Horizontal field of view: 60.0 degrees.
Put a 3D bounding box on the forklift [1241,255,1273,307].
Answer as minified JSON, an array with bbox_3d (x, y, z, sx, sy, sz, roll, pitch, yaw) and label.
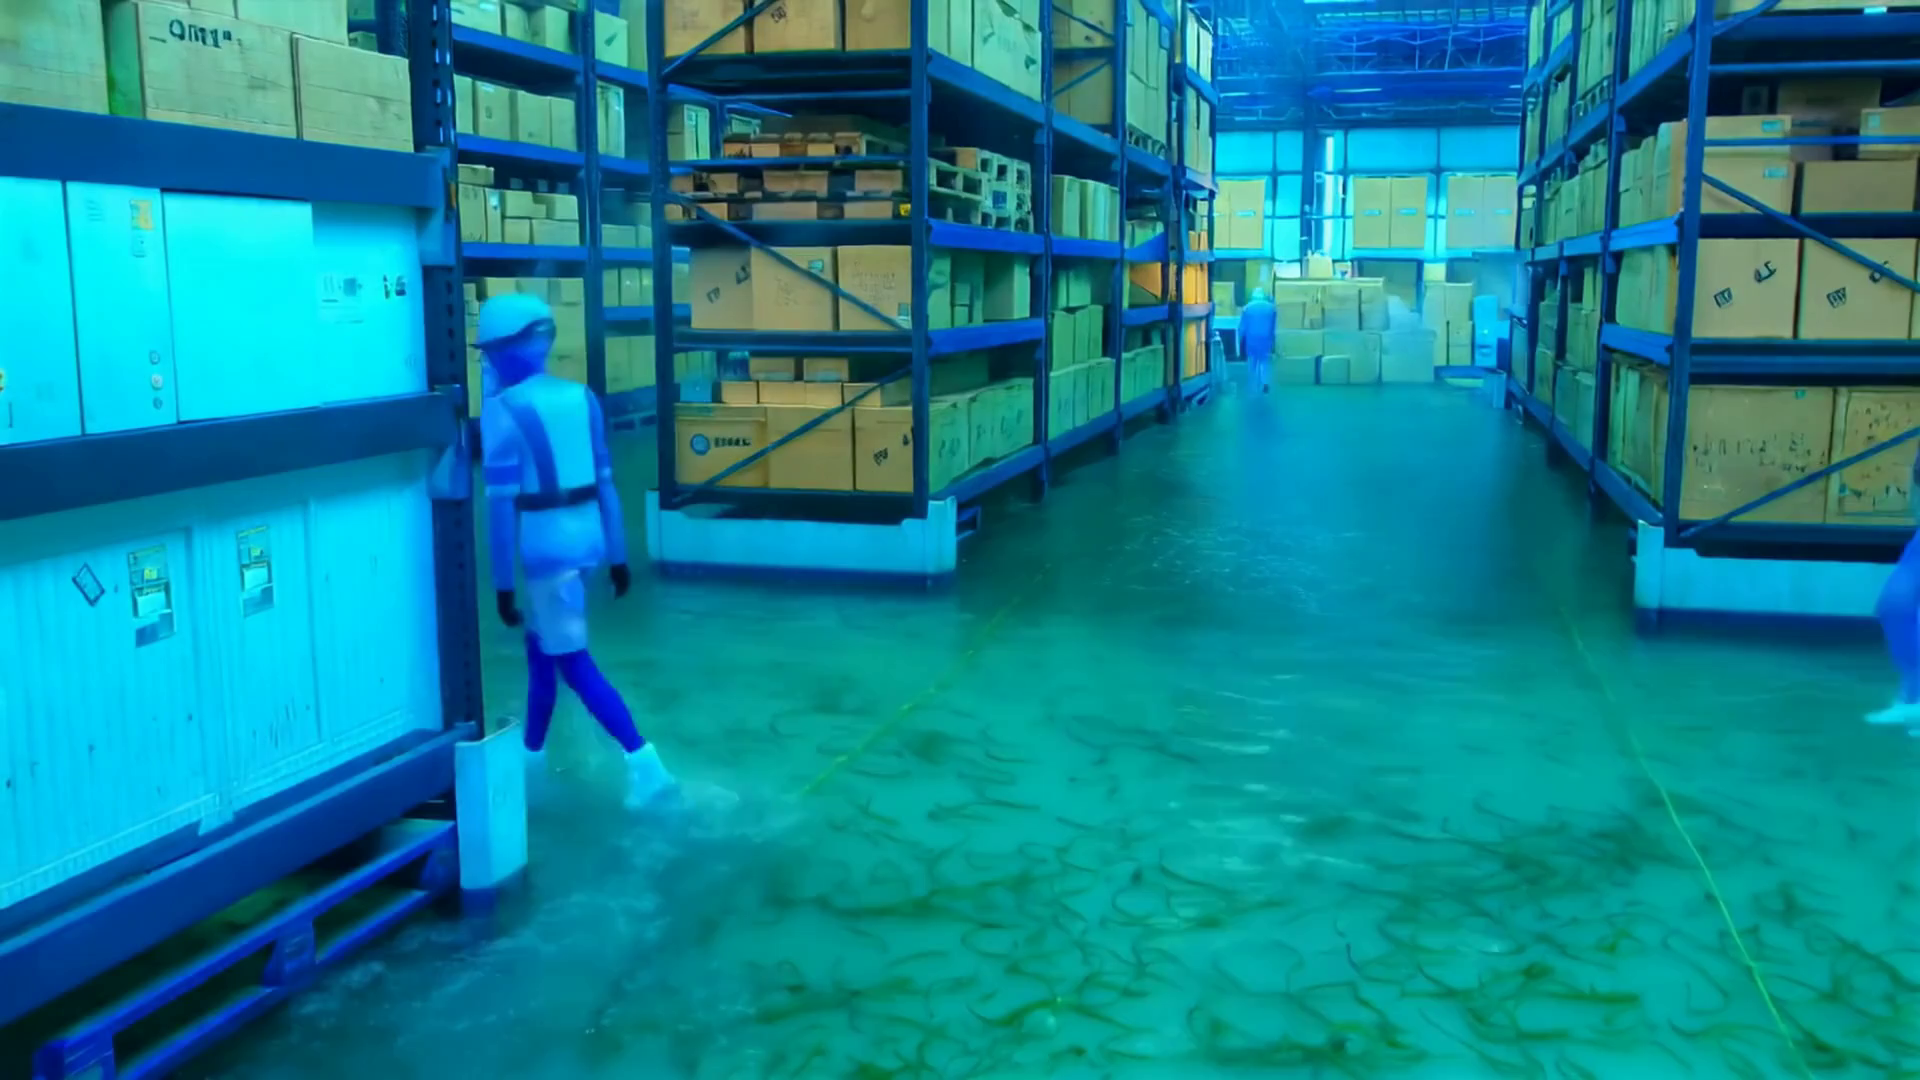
[{"bbox_3d":[10.551,-8.662,58.805,1.129,2.768,1.873,2,9,15],"label":"forklift"}]

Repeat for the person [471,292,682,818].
[{"bbox_3d":[-1.460,0.057,6.278,1.002,1.989,0.638,4,10,23],"label":"person"}]

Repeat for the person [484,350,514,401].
[{"bbox_3d":[-3.601,-0.874,13.270,0.272,1.632,0.507,2,9,14],"label":"person"}]

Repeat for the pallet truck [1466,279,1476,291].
[{"bbox_3d":[18.896,-8.459,60.307,1.885,1.965,0.823,5,10,31],"label":"pallet truck"}]

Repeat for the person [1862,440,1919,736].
[{"bbox_3d":[4.275,-0.022,7.273,0.581,1.827,0.569,1,9,5],"label":"person"}]

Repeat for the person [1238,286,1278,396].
[{"bbox_3d":[5.119,-3.429,28.677,0.676,1.891,0.431,-1,9,-5],"label":"person"}]

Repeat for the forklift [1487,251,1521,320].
[{"bbox_3d":[15.999,-7.114,48.967,1.129,2.768,1.873,-2,9,-12],"label":"forklift"}]
